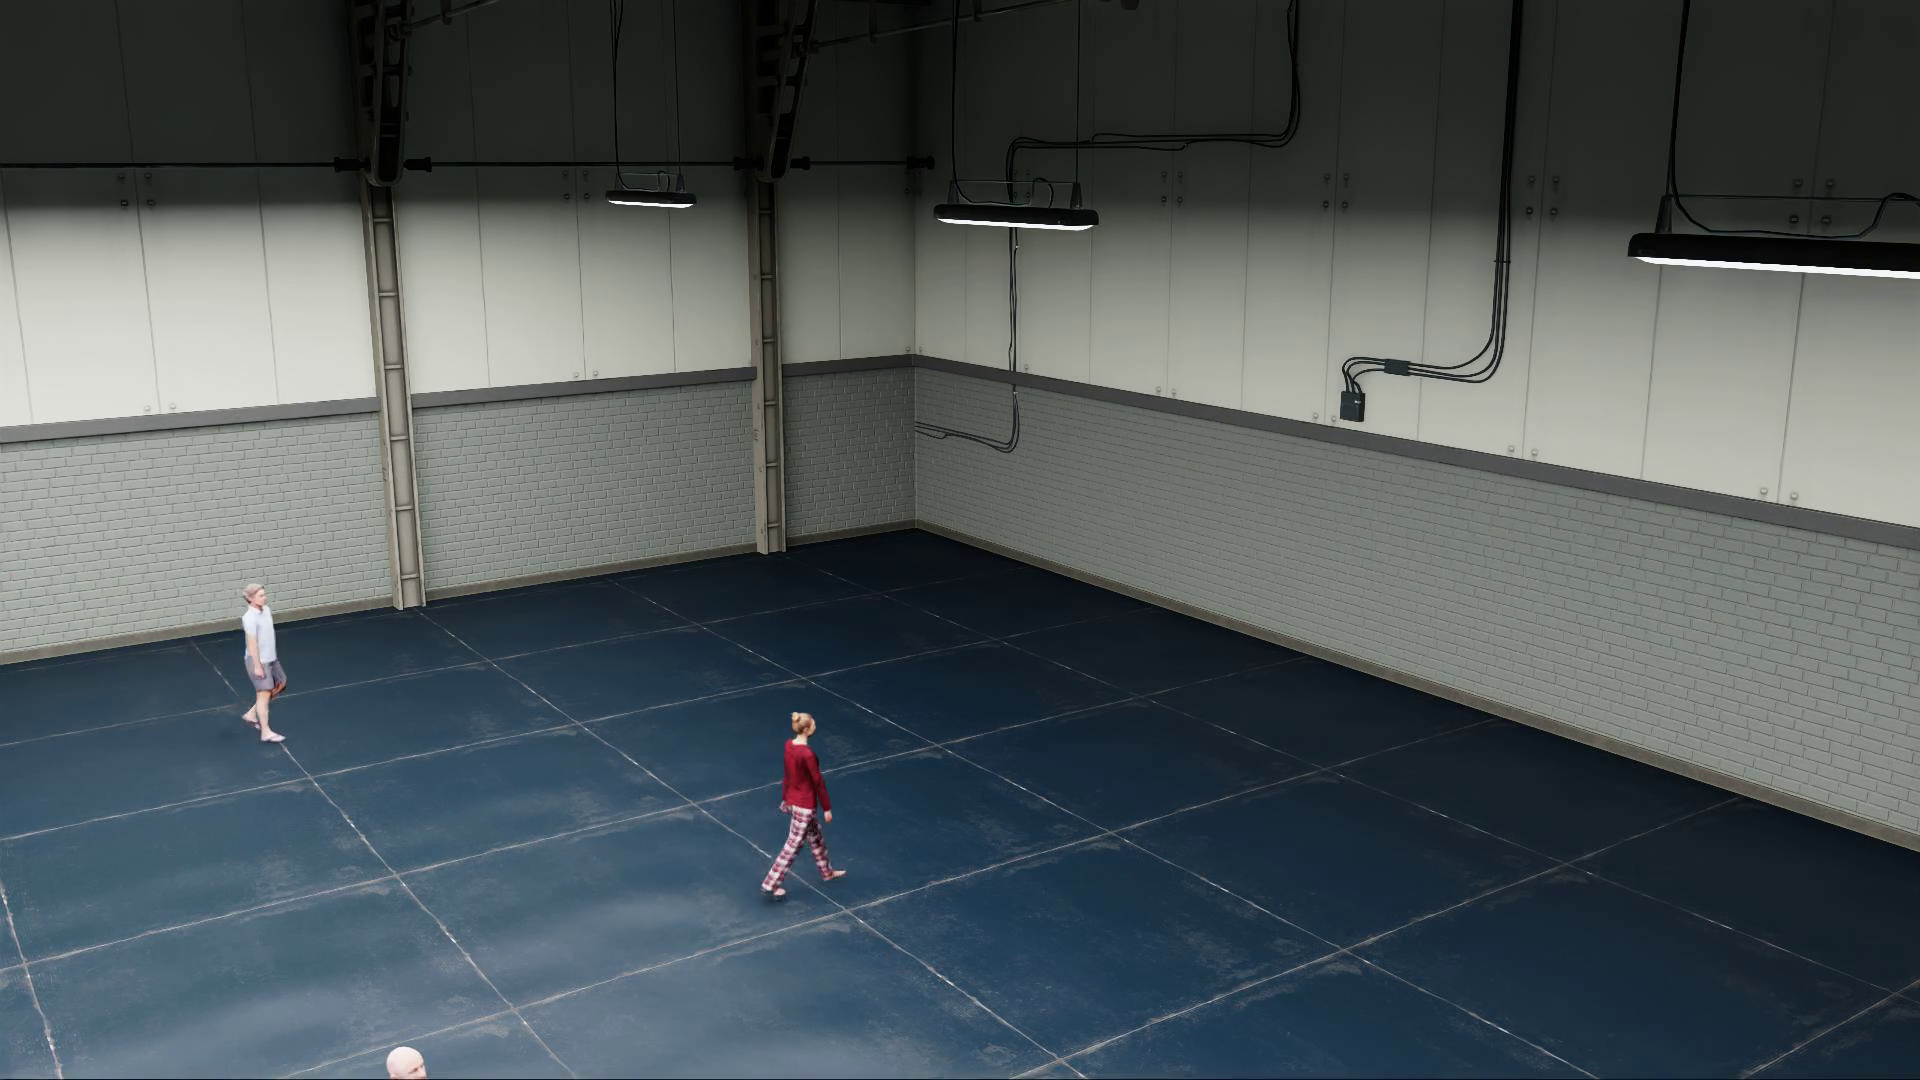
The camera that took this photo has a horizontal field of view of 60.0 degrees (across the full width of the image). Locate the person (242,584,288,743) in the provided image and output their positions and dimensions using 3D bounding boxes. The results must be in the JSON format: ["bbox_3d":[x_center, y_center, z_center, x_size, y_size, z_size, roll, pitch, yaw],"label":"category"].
[{"bbox_3d":[-7.870,1.362,18.566,0.930,1.818,0.866,1,13,2],"label":"person"}]

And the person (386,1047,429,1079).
[{"bbox_3d":[-2.955,3.572,8.980,0.818,1.837,0.720,5,14,19],"label":"person"}]

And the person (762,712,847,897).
[{"bbox_3d":[-1.456,2.355,14.642,1.074,1.653,0.637,-8,15,-32],"label":"person"}]
